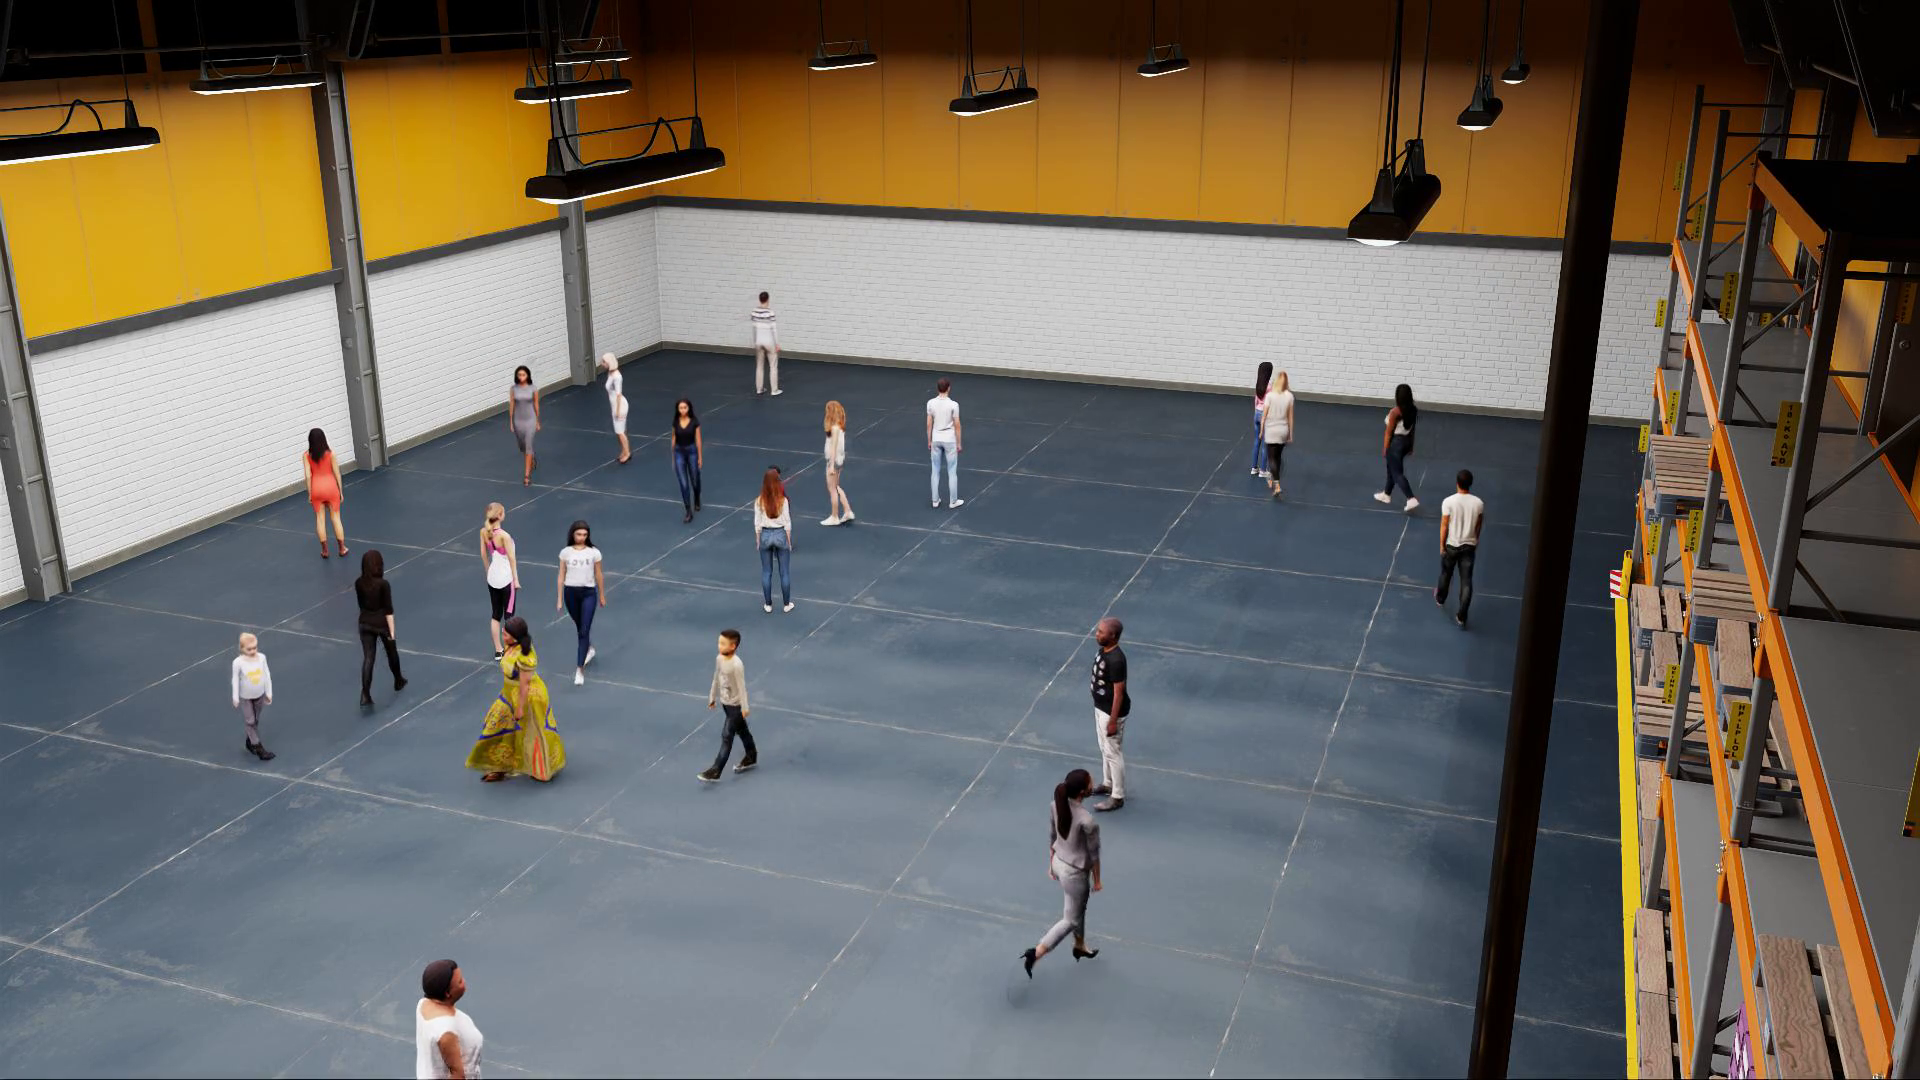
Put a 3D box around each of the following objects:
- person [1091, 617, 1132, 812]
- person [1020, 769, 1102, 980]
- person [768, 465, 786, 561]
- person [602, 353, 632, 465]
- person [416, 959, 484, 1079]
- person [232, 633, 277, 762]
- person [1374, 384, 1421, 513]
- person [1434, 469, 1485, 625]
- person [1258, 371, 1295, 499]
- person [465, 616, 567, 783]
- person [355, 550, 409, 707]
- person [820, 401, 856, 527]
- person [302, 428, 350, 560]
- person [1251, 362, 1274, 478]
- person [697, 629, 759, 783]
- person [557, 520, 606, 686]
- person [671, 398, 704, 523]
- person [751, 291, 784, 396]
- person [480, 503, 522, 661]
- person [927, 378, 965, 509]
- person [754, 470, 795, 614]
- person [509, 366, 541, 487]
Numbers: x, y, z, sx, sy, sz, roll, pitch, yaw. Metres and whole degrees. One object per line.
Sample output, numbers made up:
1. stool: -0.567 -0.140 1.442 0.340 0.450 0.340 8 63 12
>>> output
1. person: 1.349 1.532 14.870 0.807 1.804 0.695 -3 19 -8
2. person: 0.769 2.500 12.237 1.101 1.650 0.966 -13 22 -33
3. person: -2.362 -0.369 21.386 0.545 1.249 0.531 11 22 30
4. person: -5.225 -2.019 25.526 0.741 1.732 0.675 -7 20 -21
5. person: -3.059 3.282 9.887 1.009 1.667 0.935 -10 21 -28
6. person: -6.806 1.473 15.913 0.717 1.250 0.799 16 24 39
7. person: 6.185 -1.261 23.204 1.159 1.779 1.143 -11 22 -31
8. person: 5.782 0.113 19.156 0.876 1.759 1.230 1 19 3
9. person: 4.563 -1.482 23.838 0.972 1.793 1.201 -3 19 -10
10. person: -3.936 1.462 15.343 1.253 1.635 1.115 -12 22 -32
11. person: -6.007 0.923 16.977 0.769 1.613 1.117 1 19 3
12. person: -1.662 -1.035 22.573 0.755 1.752 0.729 2 19 6
13. person: -8.164 -0.610 21.363 0.671 1.718 0.707 -6 19 -16
14. person: 4.553 -1.827 24.940 0.696 1.742 0.648 -10 21 -27
15. person: -2.045 1.512 15.504 1.006 1.438 0.857 -14 23 -36
16. person: -4.022 0.620 17.718 0.869 1.715 1.231 1 19 4
17. person: -3.755 -1.130 22.897 0.708 1.726 0.837 0 19 -1
18. person: -3.500 -3.528 29.814 0.708 1.857 0.608 9 21 26
19. person: -4.999 0.454 18.099 0.637 1.787 0.566 10 21 28
20. person: -0.223 -1.372 23.421 0.642 1.851 0.522 6 20 18
21. person: -2.183 0.010 19.510 0.632 1.728 0.606 0 19 1
22. person: -6.410 -1.711 24.586 0.892 1.750 1.155 -1 19 -3
